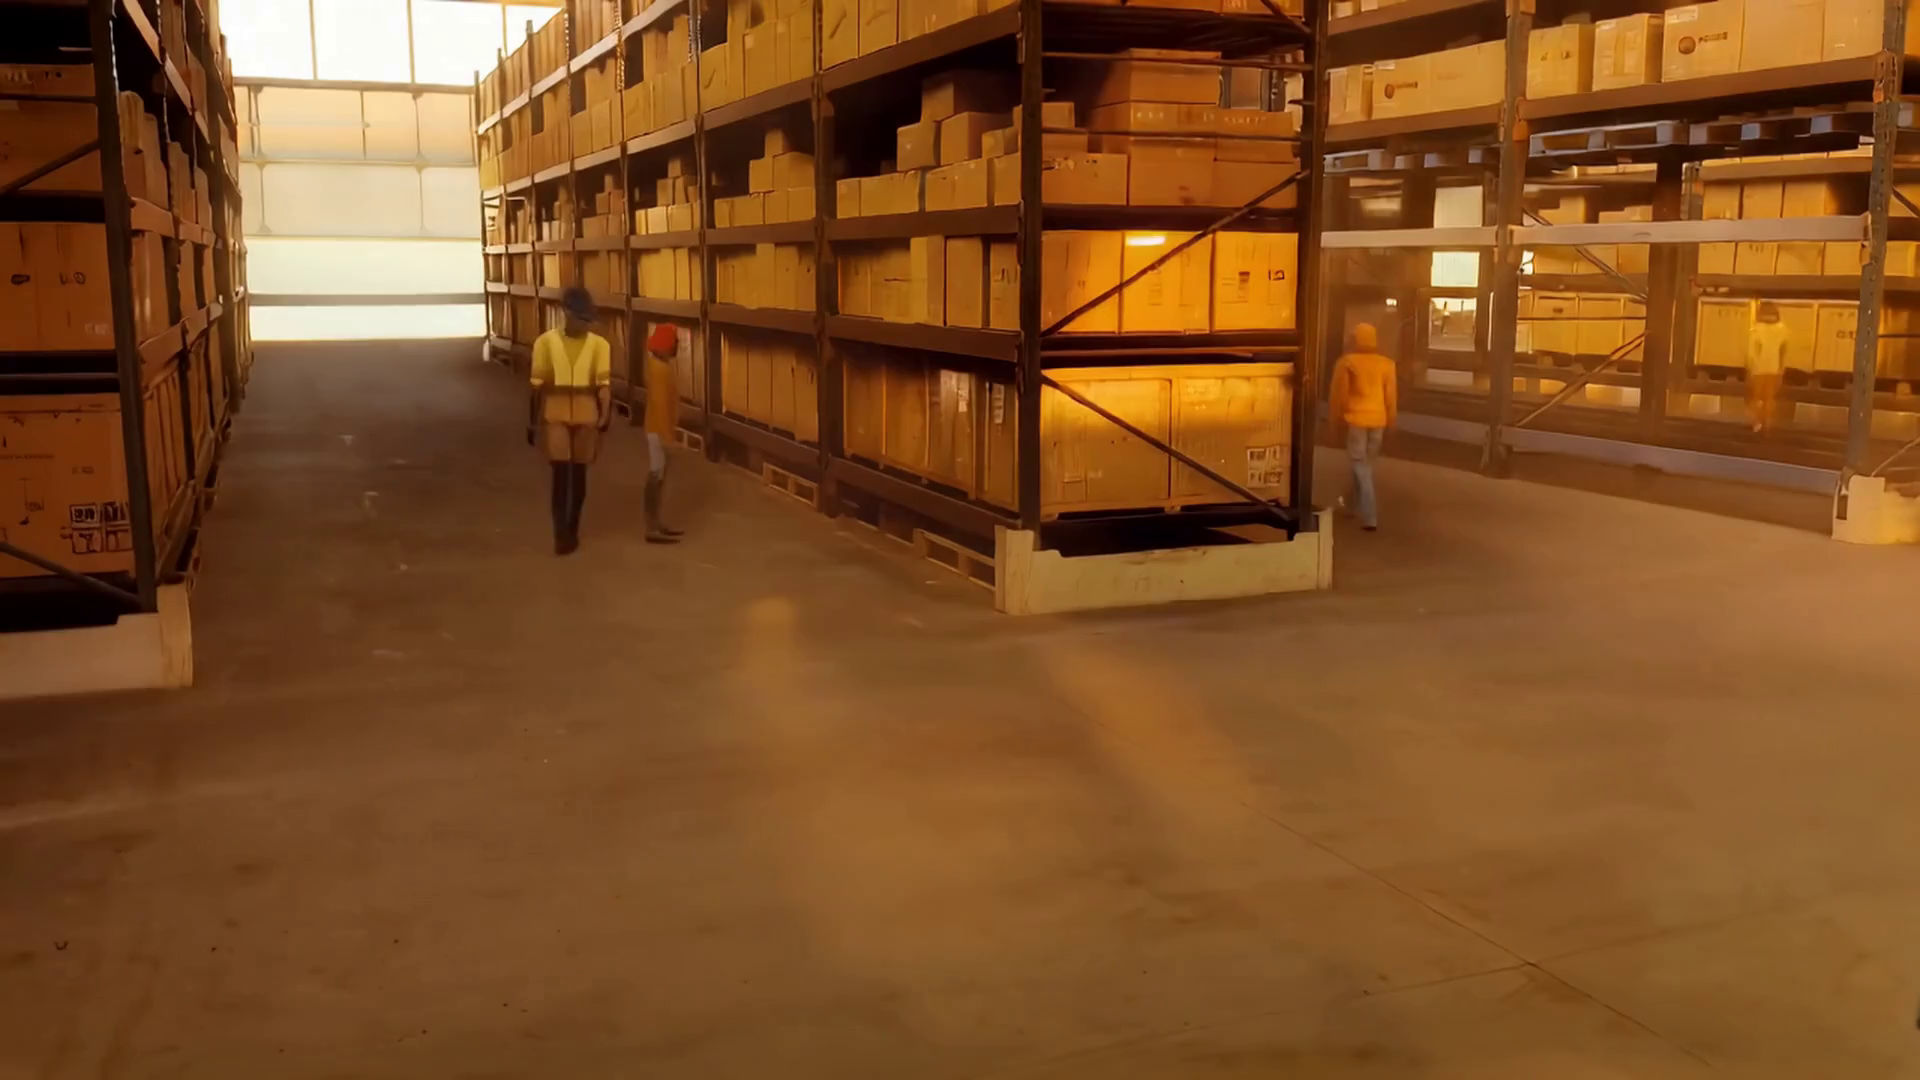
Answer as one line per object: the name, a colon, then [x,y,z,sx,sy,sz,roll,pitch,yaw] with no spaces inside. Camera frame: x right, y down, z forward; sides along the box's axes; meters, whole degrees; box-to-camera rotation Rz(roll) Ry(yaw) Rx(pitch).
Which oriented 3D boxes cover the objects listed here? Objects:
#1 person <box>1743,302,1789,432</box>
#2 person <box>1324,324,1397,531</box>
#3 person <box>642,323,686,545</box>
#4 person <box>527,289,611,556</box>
person: [9.184,-1.894,18.976,0.504,1.622,0.379,0,9,0]
person: [3.130,-0.898,13.085,0.515,1.589,0.889,-2,10,-14]
person: [-2.208,-0.786,12.325,0.277,1.632,0.503,-1,10,-6]
person: [-2.768,-0.834,11.842,0.578,1.885,0.924,-3,10,-17]
